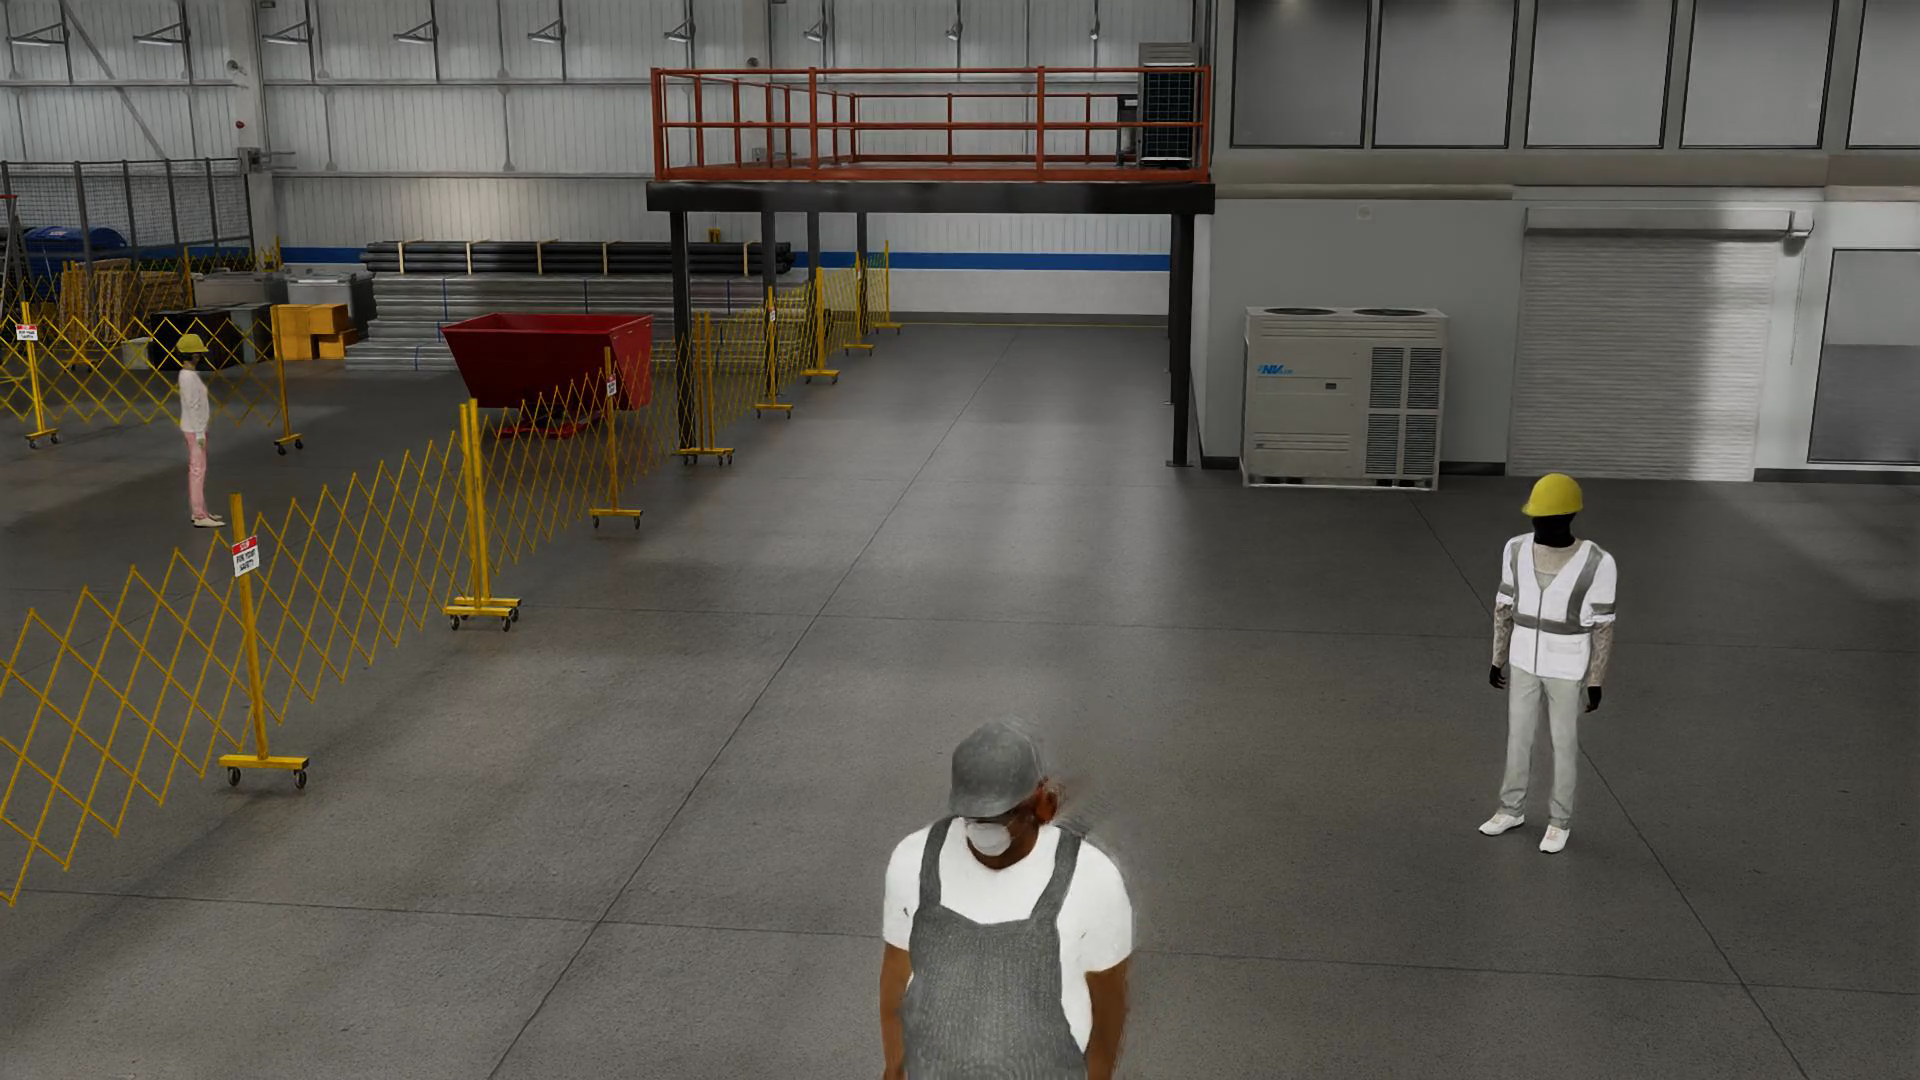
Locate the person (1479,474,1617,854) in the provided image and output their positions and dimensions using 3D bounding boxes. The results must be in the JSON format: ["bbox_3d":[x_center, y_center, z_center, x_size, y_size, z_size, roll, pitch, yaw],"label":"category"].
[{"bbox_3d":[2.922,0.611,8.285,0.593,1.922,0.378,13,19,43],"label":"person"}]

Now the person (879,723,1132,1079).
[{"bbox_3d":[0.094,1.446,4.629,0.693,2.000,0.572,5,15,19],"label":"person"}]

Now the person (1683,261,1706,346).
[{"bbox_3d":[11.142,-3.571,25.433,0.532,1.887,0.685,11,17,37],"label":"person"}]

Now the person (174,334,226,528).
[{"bbox_3d":[-6.949,-0.999,15.196,0.315,1.767,0.535,-7,15,-26],"label":"person"}]
